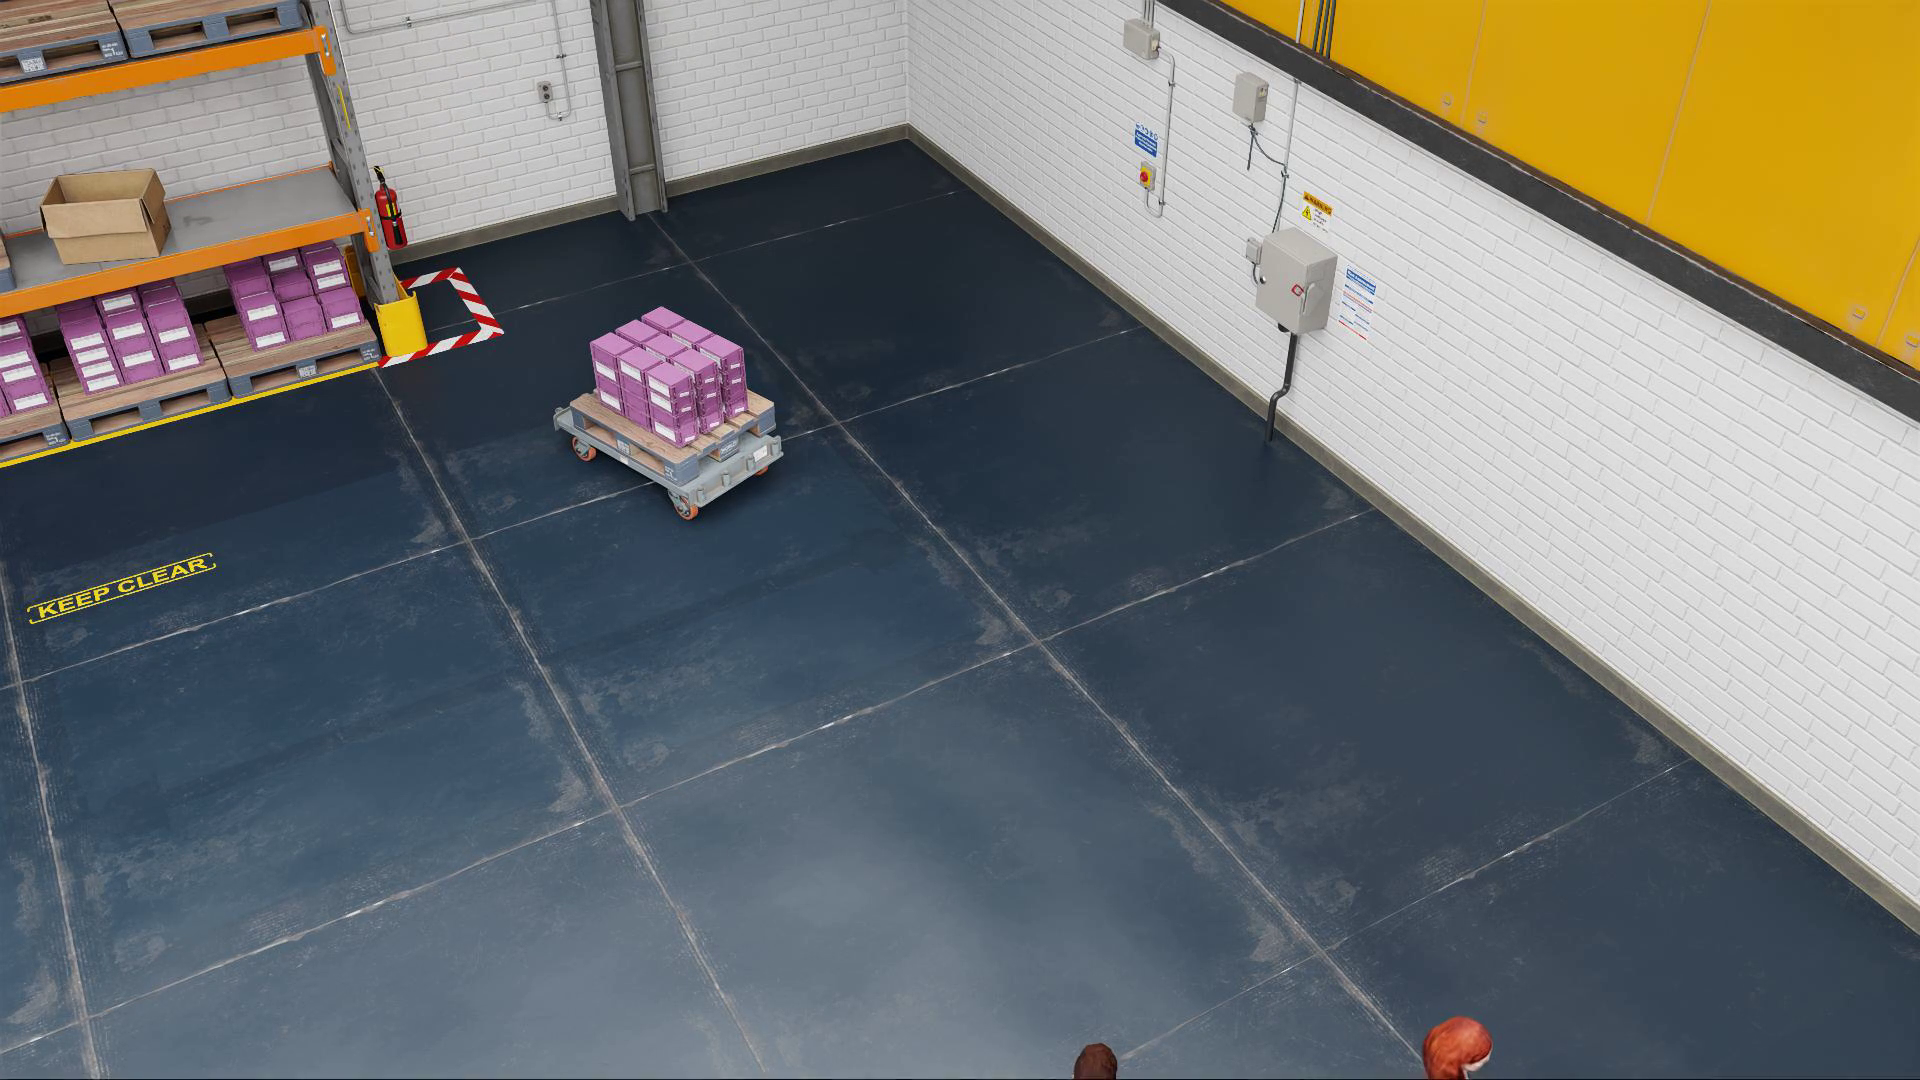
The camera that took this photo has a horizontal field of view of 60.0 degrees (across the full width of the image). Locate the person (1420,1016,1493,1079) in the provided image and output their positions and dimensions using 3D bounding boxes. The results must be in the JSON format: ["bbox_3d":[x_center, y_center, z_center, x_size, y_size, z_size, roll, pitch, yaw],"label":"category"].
[{"bbox_3d":[2.057,2.677,7.301,0.683,1.782,0.656,4,39,5],"label":"person"}]
